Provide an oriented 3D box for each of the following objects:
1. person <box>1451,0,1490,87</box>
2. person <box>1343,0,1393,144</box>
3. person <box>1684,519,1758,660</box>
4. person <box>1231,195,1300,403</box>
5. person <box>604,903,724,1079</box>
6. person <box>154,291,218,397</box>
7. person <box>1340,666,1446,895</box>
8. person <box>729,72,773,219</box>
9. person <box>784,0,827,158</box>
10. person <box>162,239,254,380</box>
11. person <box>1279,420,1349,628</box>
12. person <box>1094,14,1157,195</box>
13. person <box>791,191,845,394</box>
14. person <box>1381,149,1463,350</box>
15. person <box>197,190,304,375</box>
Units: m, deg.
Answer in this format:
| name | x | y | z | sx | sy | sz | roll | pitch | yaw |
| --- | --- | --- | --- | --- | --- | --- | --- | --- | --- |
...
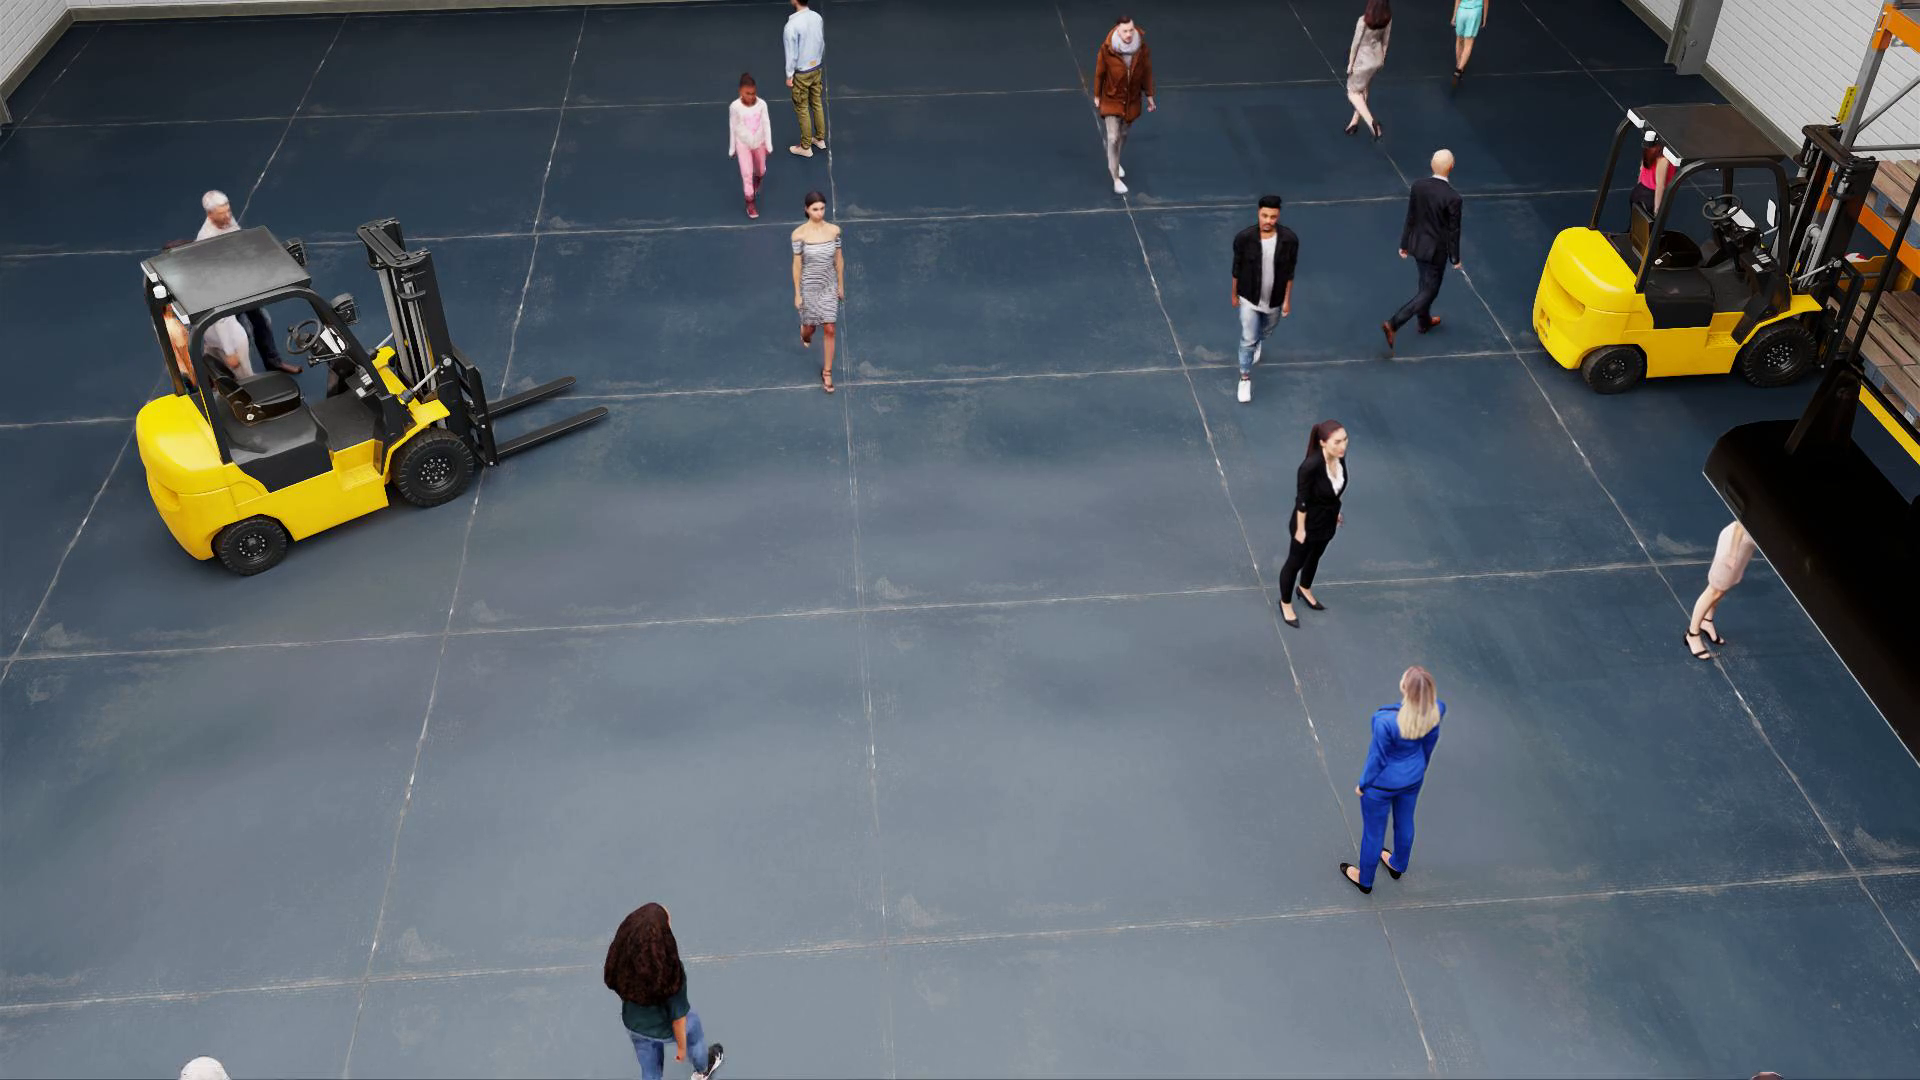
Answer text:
| name | x | y | z | sx | sy | sz | roll | pitch | yaw |
| --- | --- | --- | --- | --- | --- | --- | --- | --- | --- |
| person | 5.804 | -5.964 | 18.995 | 0.856 | 1.536 | 1.086 | 14 | 41 | 17 |
| person | 4.356 | -5.010 | 17.644 | 0.817 | 1.733 | 1.038 | -17 | 42 | -20 |
| person | 5.276 | 0.014 | 11.275 | 0.642 | 1.830 | 0.674 | -29 | 47 | -31 |
| person | 2.544 | -2.114 | 13.983 | 0.816 | 1.776 | 1.174 | 3 | 39 | 3 |
| person | -1.562 | 2.489 | 8.367 | 0.789 | 1.590 | 0.957 | 11 | 40 | 14 |
| person | -6.243 | -1.357 | 13.301 | 0.895 | 1.444 | 0.952 | 28 | 46 | 31 |
| person | 2.528 | 1.389 | 9.658 | 0.690 | 1.699 | 0.655 | -16 | 41 | -19 |
| person | -2.103 | -4.001 | 16.623 | 0.674 | 1.429 | 0.935 | -7 | 39 | -8 |
| person | -1.626 | -4.937 | 17.495 | 0.813 | 1.805 | 0.742 | 26 | 45 | 28 |
| person | -5.858 | -1.624 | 13.330 | 0.898 | 1.825 | 0.809 | -25 | 45 | -28 |
| person | 2.471 | -0.142 | 11.605 | 0.694 | 1.662 | 0.726 | -28 | 46 | -30 |
| person | 1.617 | -4.501 | 16.960 | 0.877 | 1.790 | 1.146 | -13 | 40 | -16 |
| person | -1.218 | -2.113 | 13.955 | 0.750 | 1.809 | 0.940 | -13 | 41 | -16 |
| person | 4.027 | -2.492 | 14.459 | 1.063 | 1.772 | 1.147 | -22 | 43 | -25 |
| person | -6.131 | -2.059 | 13.841 | 0.880 | 1.867 | 0.938 | -4 | 39 | -5 |
